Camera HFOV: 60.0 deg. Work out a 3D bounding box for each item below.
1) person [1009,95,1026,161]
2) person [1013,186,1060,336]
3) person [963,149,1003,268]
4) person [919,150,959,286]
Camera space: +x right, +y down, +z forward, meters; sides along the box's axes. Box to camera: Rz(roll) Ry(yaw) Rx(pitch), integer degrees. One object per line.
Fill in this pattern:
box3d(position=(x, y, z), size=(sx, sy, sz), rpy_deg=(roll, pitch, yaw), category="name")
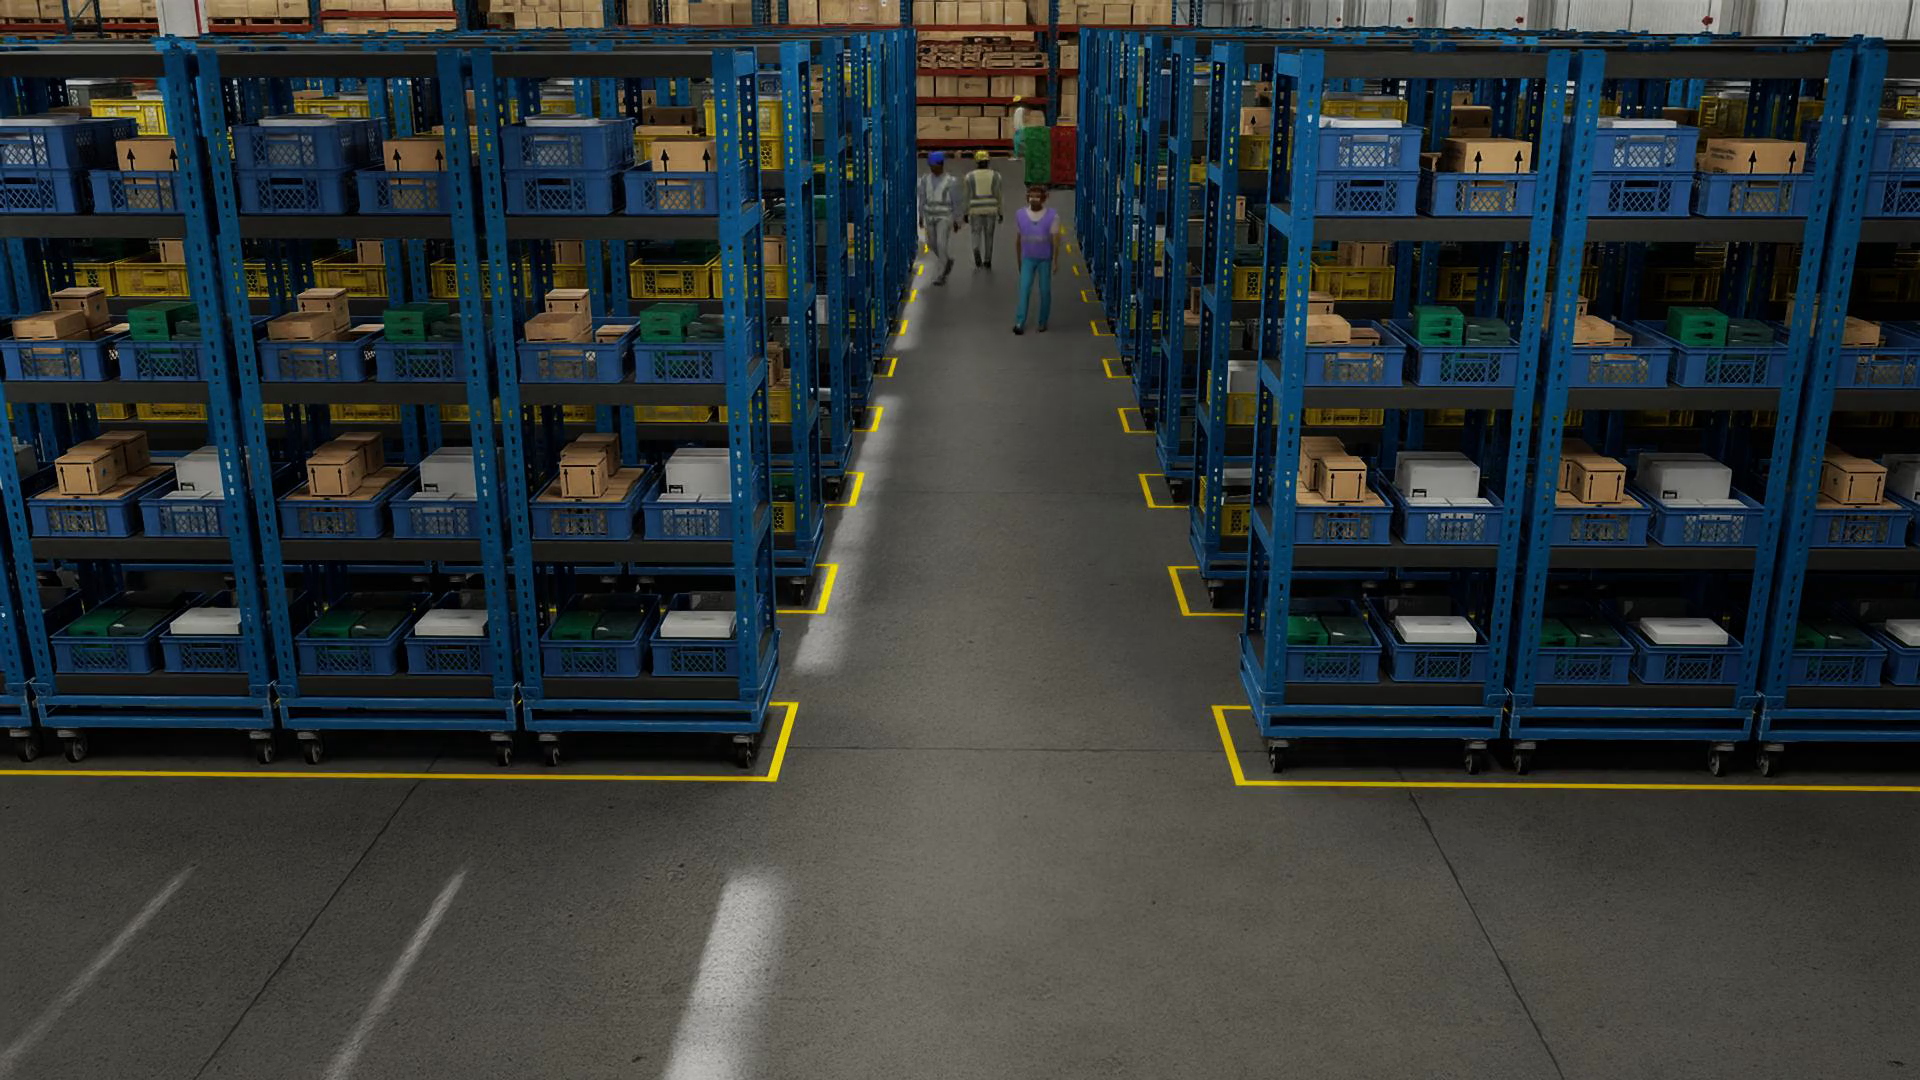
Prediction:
box3d(position=(1.651, -11.149, 45.030), size=(0.616, 1.755, 0.522), rpy_deg=(0, 17, 2), category="person")
box3d(position=(0.910, -3.373, 20.167), size=(0.576, 1.796, 0.982), rpy_deg=(5, 18, 14), category="person")
box3d(position=(0.355, -5.085, 25.600), size=(0.618, 1.812, 0.508), rpy_deg=(-1, 17, -5), category="person")
box3d(position=(-0.288, -4.713, 24.238), size=(0.638, 1.917, 0.773), rpy_deg=(9, 20, 27), category="person")
